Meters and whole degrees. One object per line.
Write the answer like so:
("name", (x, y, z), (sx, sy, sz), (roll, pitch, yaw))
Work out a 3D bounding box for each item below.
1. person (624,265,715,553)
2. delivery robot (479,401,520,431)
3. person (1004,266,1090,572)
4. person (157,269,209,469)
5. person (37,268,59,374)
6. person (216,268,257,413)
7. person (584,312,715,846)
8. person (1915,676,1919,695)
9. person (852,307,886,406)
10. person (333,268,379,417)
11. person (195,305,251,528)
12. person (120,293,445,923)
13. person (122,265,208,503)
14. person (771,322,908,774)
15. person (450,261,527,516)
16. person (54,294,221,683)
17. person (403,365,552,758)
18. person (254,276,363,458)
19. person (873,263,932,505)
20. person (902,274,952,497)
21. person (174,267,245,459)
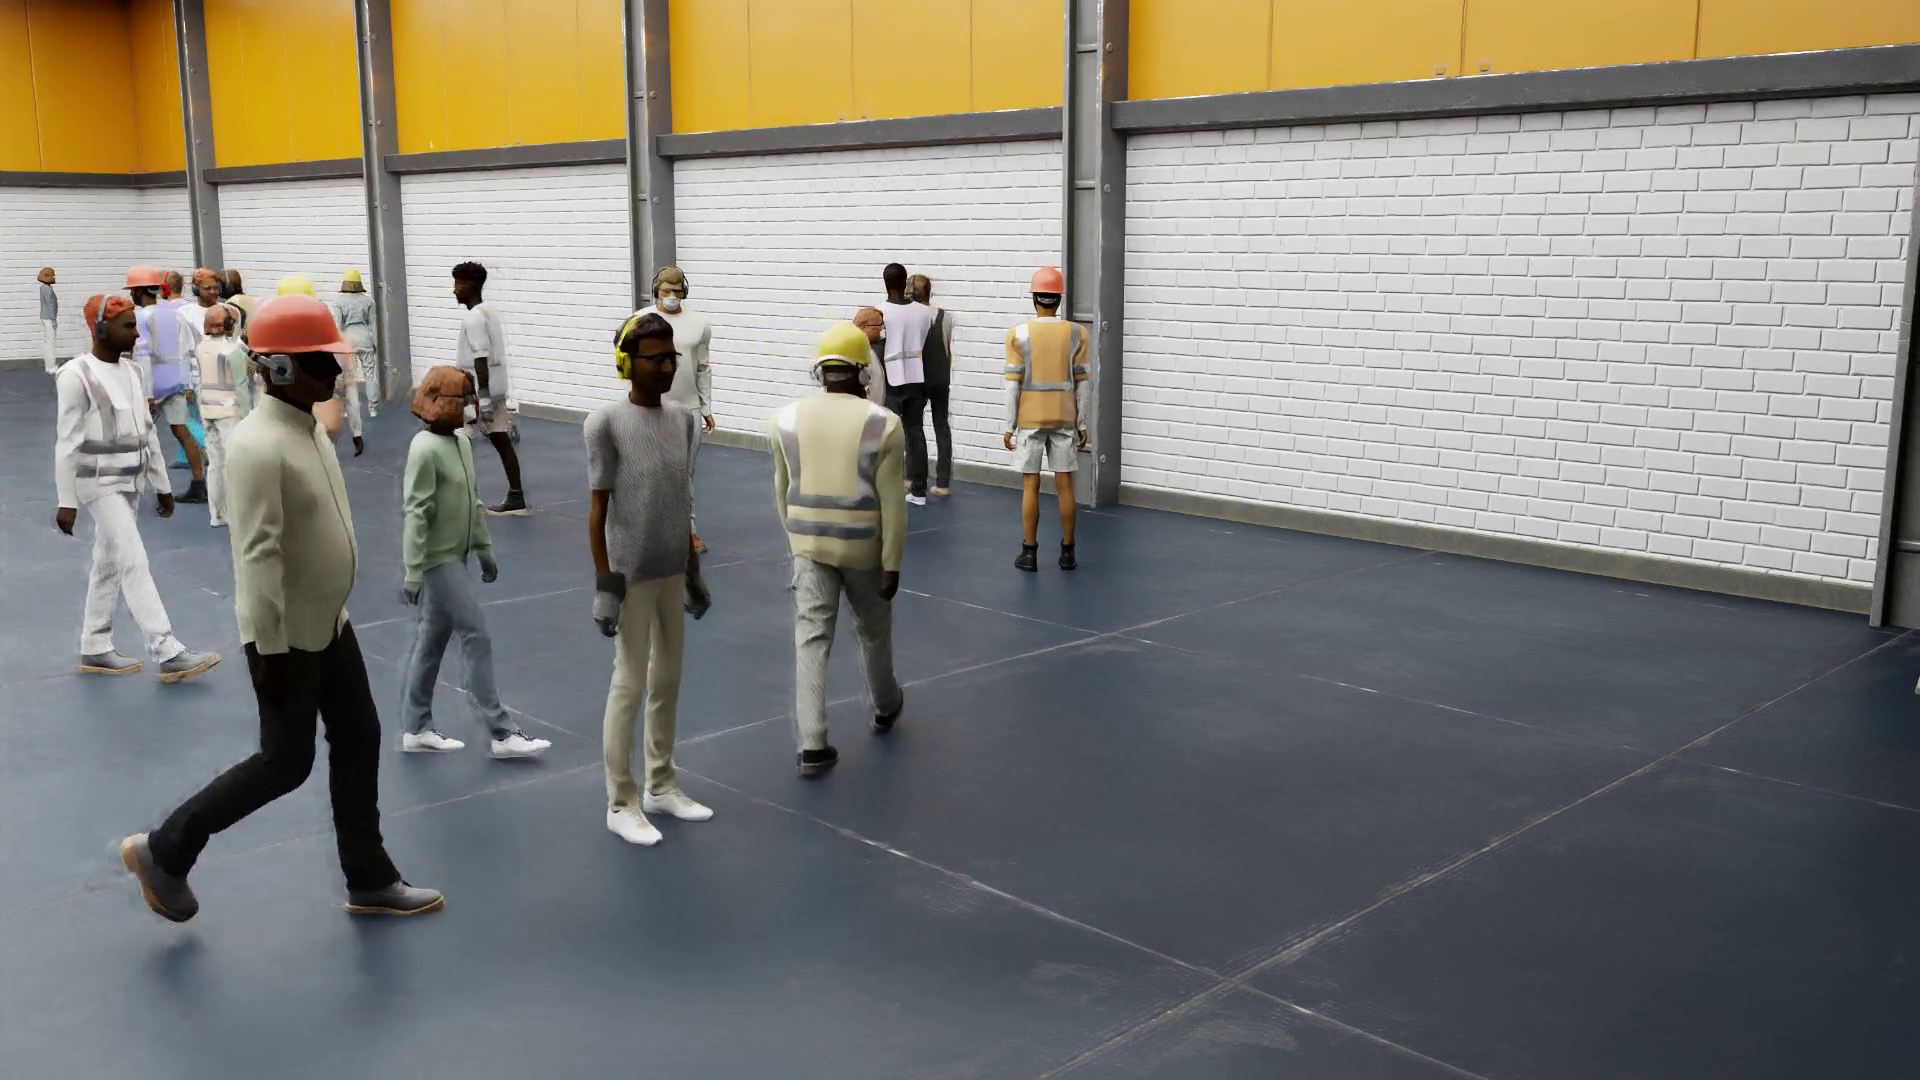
("person", (-1.930, -0.857, 11.114), (0.627, 1.933, 0.371), (-7, 12, -32))
("delivery robot", (-4.901, -1.336, 17.230), (0.707, 0.478, 0.477), (7, 12, 34))
("person", (0.543, -0.764, 10.590), (0.552, 1.935, 0.368), (-2, 11, -8))
("person", (-7.001, -1.526, 15.047), (0.641, 1.827, 0.573), (3, 11, 13))
("person", (-14.068, -3.389, 25.733), (0.286, 1.633, 0.501), (-8, 13, -36))
("person", (-6.846, -1.661, 15.787), (0.574, 1.823, 0.637), (-3, 11, -15))
("person", (-1.096, 0.131, 5.905), (0.312, 1.869, 0.529), (7, 12, 32))
("person", (4.594, -0.079, 7.513), (0.318, 1.697, 0.533), (-1, 10, -5))
("person", (-0.636, -0.810, 11.671), (0.284, 1.633, 0.497), (1, 10, 4))
("person", (-7.098, -2.310, 19.556), (0.488, 1.744, 0.296), (-6, 12, -30))
("person", (-5.332, -0.881, 12.073), (0.520, 1.633, 0.315), (7, 12, 33))
("person", (-2.095, 0.243, 5.021), (0.843, 1.971, 0.635), (-1, 10, -4))
("person", (-6.457, -1.225, 13.230), (0.986, 1.883, 0.573), (2, 11, 11))
("person", (-0.471, 0.011, 6.813), (0.589, 1.782, 0.946), (2, 11, 13))
("person", (-3.742, -1.123, 12.548), (0.927, 1.928, 0.639), (0, 10, -1))
("person", (-3.931, -0.237, 7.959), (0.851, 1.847, 0.612), (1, 10, 4))
("person", (-1.974, 0.098, 6.764), (0.752, 1.601, 0.532), (0, 10, 1))
("person", (-4.184, -0.734, 10.602), (1.004, 1.867, 0.604), (10, 14, 42))
("person", (-0.468, -1.206, 13.061), (0.590, 1.915, 0.386), (-8, 13, -38))
("person", (-0.289, -1.265, 13.677), (0.576, 1.814, 0.699), (-6, 12, -30))
("person", (-6.296, -1.347, 13.969), (0.570, 1.870, 0.577), (9, 14, 42))
